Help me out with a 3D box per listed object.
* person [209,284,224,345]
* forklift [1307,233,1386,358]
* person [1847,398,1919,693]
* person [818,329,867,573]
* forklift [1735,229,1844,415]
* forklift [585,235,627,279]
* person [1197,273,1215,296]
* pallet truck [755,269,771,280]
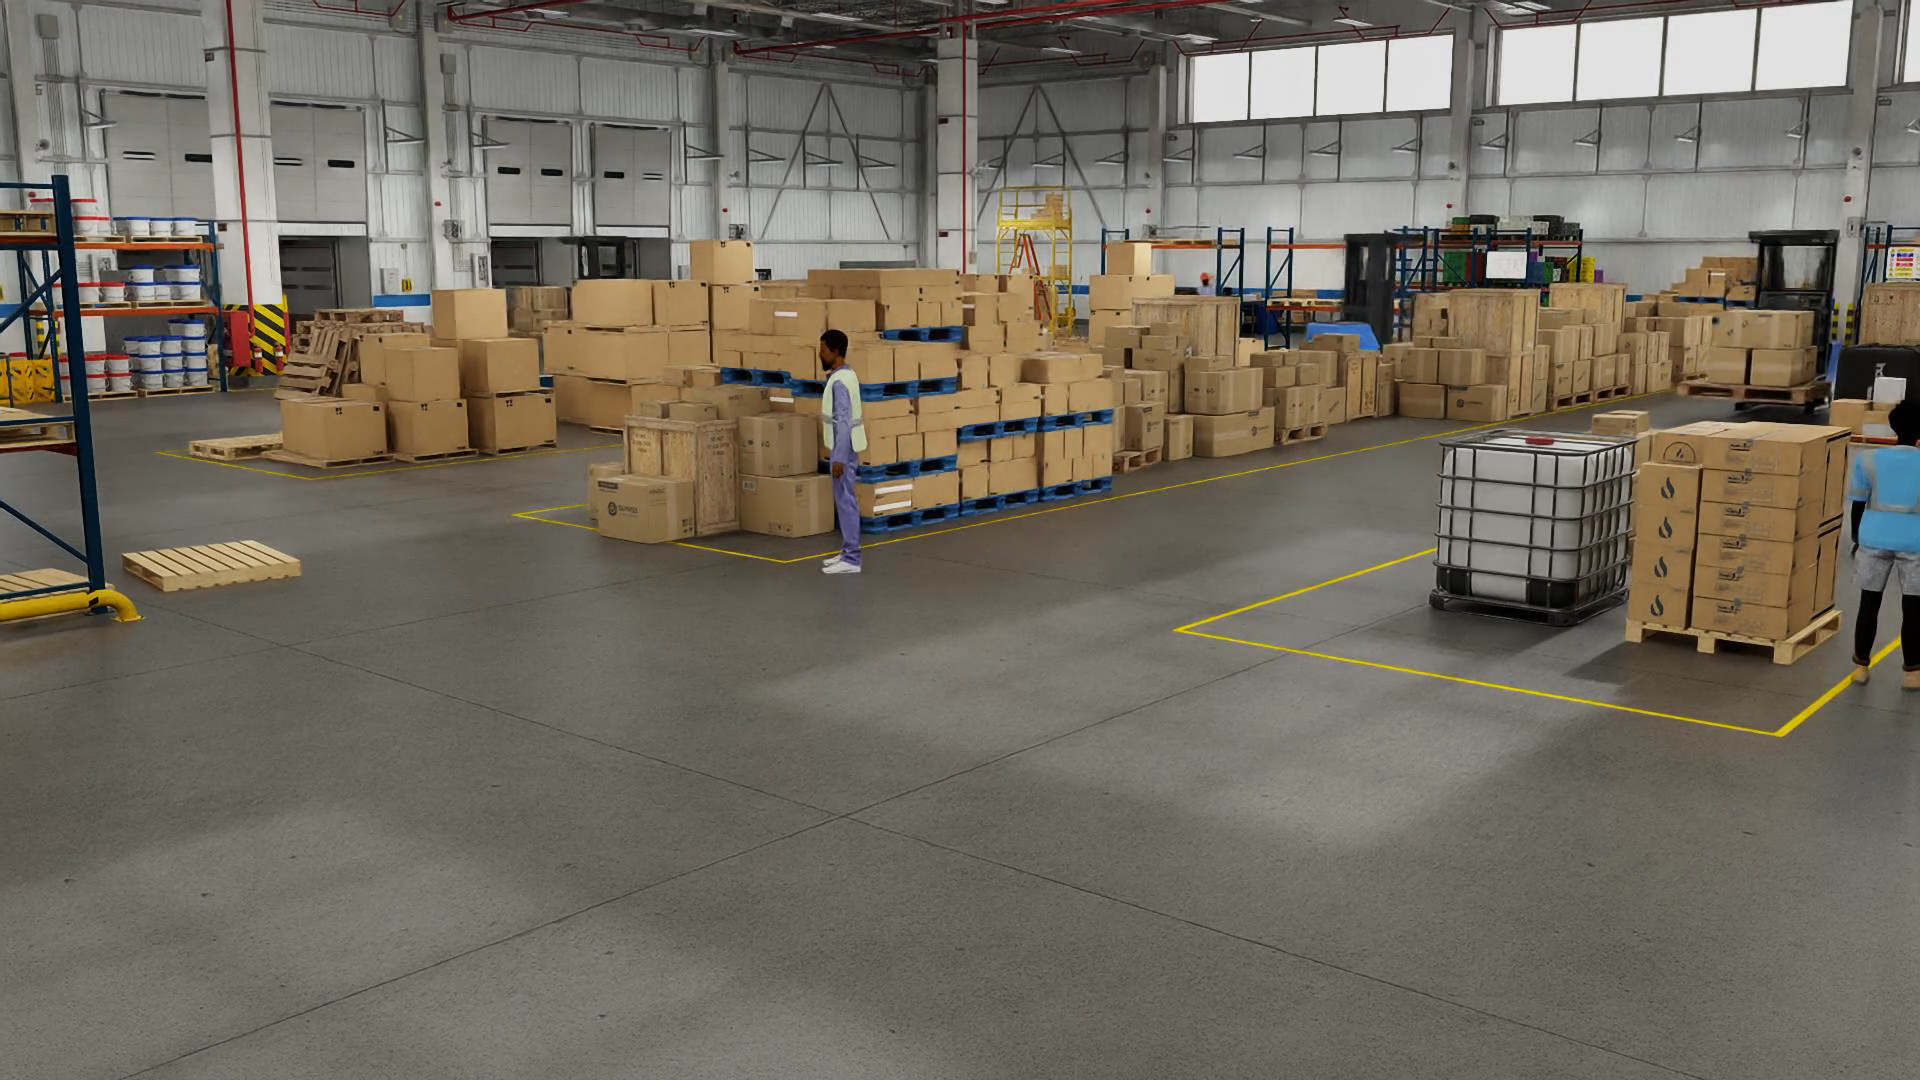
[{"bbox_3d":[-15.647,-4.451,34.802,0.829,1.818,0.525,-4,11,-20],"label":"person"},{"bbox_3d":[7.827,-4.572,32.423,1.873,2.768,1.129,-4,11,-22],"label":"forklift"},{"bbox_3d":[5.410,0.029,9.596,0.540,1.695,0.317,8,13,39],"label":"person"},{"bbox_3d":[-0.918,-0.696,13.100,0.372,1.914,0.597,0,10,-1],"label":"person"},{"bbox_3d":[13.011,-3.418,25.850,1.129,2.768,1.873,8,13,39],"label":"forklift"},{"bbox_3d":[-8.035,-5.558,38.039,1.873,2.768,1.129,8,13,40],"label":"forklift"},{"bbox_3d":[6.493,-6.129,44.115,0.563,1.882,0.990,7,12,35],"label":"person"},{"bbox_3d":[-4.996,-6.432,45.525,1.885,1.965,0.823,-6,12,-32],"label":"pallet truck"}]
